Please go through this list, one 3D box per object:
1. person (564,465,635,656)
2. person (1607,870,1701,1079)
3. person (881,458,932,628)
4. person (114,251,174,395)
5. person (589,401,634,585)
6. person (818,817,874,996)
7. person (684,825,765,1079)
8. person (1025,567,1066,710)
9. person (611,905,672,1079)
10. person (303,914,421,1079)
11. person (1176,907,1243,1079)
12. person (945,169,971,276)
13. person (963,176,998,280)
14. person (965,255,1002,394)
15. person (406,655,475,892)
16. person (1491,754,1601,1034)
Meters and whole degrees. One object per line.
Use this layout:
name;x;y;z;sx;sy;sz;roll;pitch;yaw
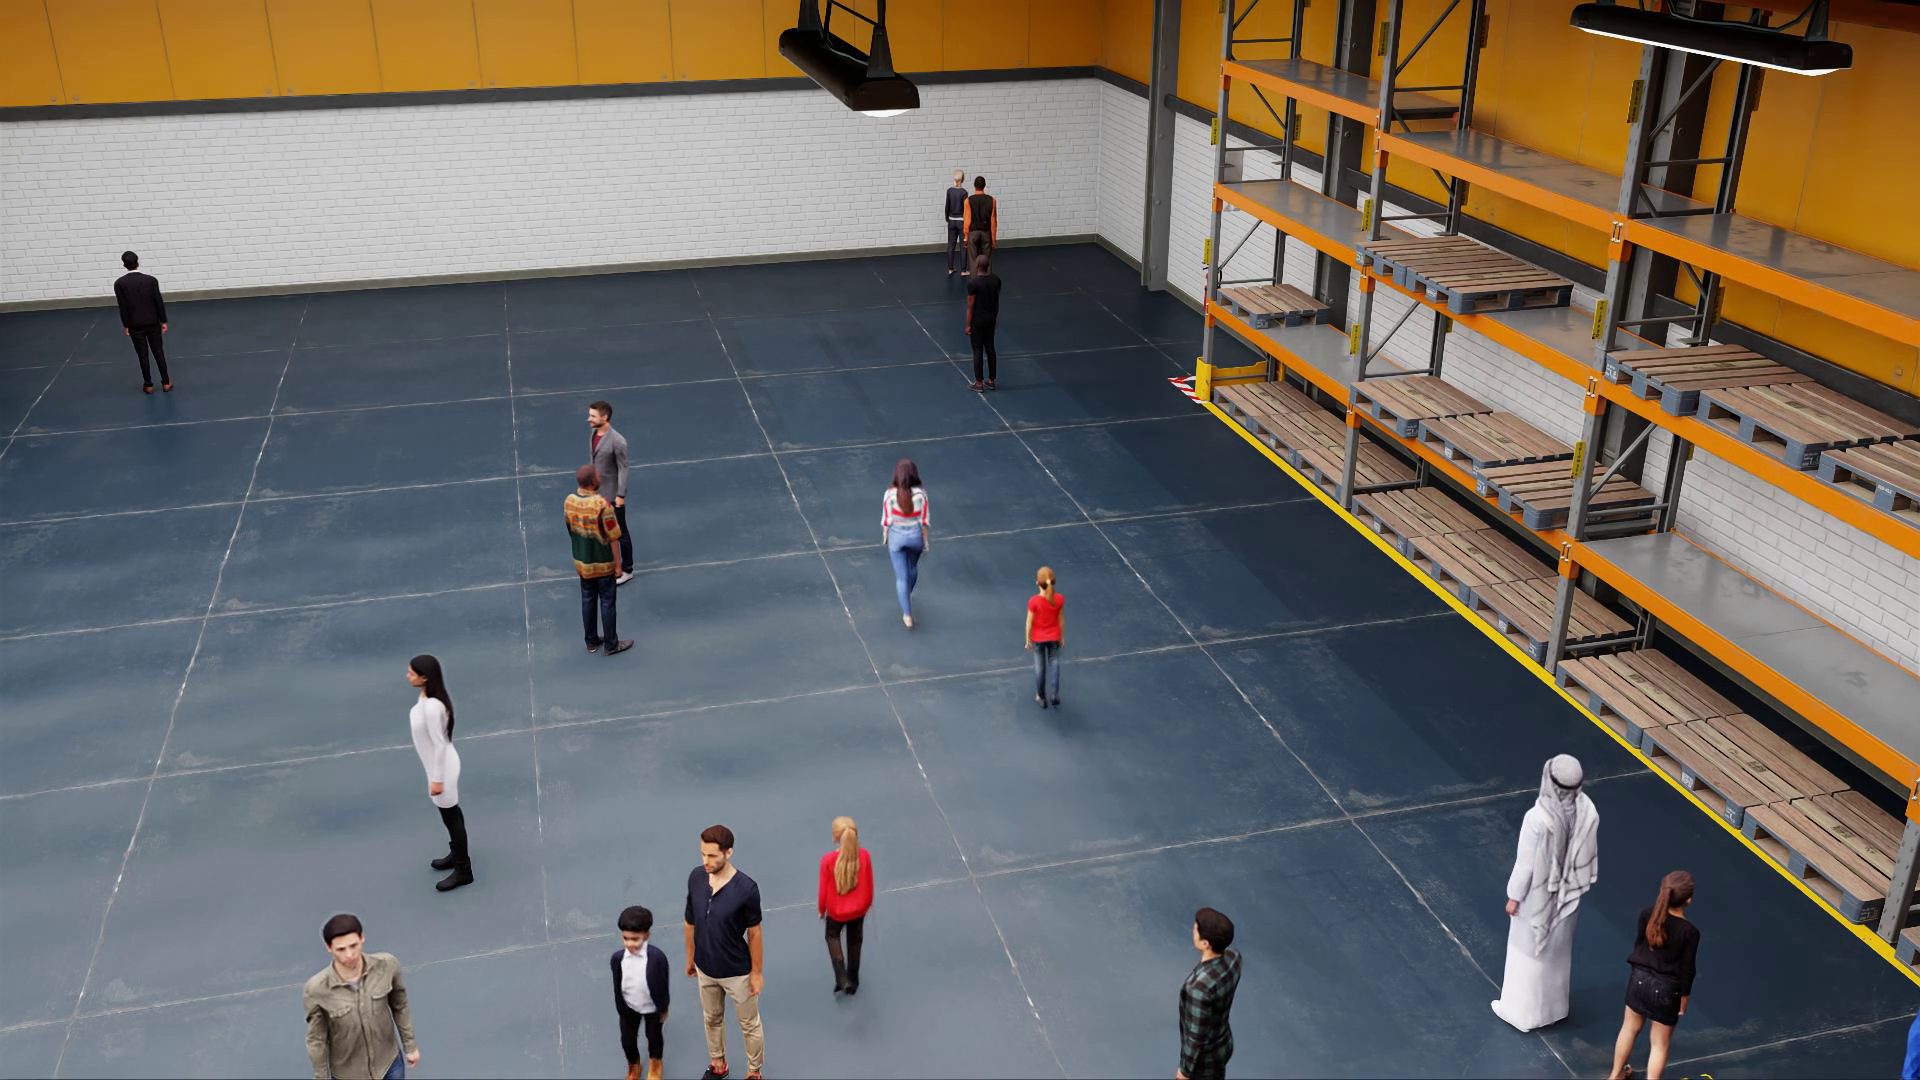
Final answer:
person;-3.273;0.174;14.937;0.822;1.808;0.869;11;26;23
person;4.064;2.600;9.704;0.673;1.553;0.587;-20;31;-38
person;-0.502;0.046;15.526;0.705;1.571;1.083;-3;24;-7
person;-10.693;-2.857;21.777;0.751;1.884;0.654;-13;27;-27
person;-3.463;-0.490;16.375;0.740;1.874;0.843;20;30;37
person;-0.714;2.370;10.582;0.505;1.273;0.556;-6;24;-13
person;-1.358;2.455;9.656;0.718;1.859;0.730;9;25;19
person;0.742;0.856;14.005;0.497;1.306;0.578;-5;24;-10
person;-1.879;2.689;9.921;0.570;1.217;0.605;1;24;1
person;-3.177;2.785;8.894;0.779;1.864;0.720;-17;29;-33
person;1.341;2.752;9.103;0.756;1.715;0.737;15;28;31
person;-0.031;-5.257;27.464;0.673;1.726;0.741;14;27;29
person;0.307;-4.741;26.058;0.715;1.906;0.630;-4;24;-9
person;0.299;-2.851;21.844;0.731;1.819;0.674;-15;28;-31
person;-3.626;1.607;11.659;0.670;1.807;0.469;-8;25;-17
person;3.614;2.172;10.220;0.687;1.925;0.624;-7;25;-15
